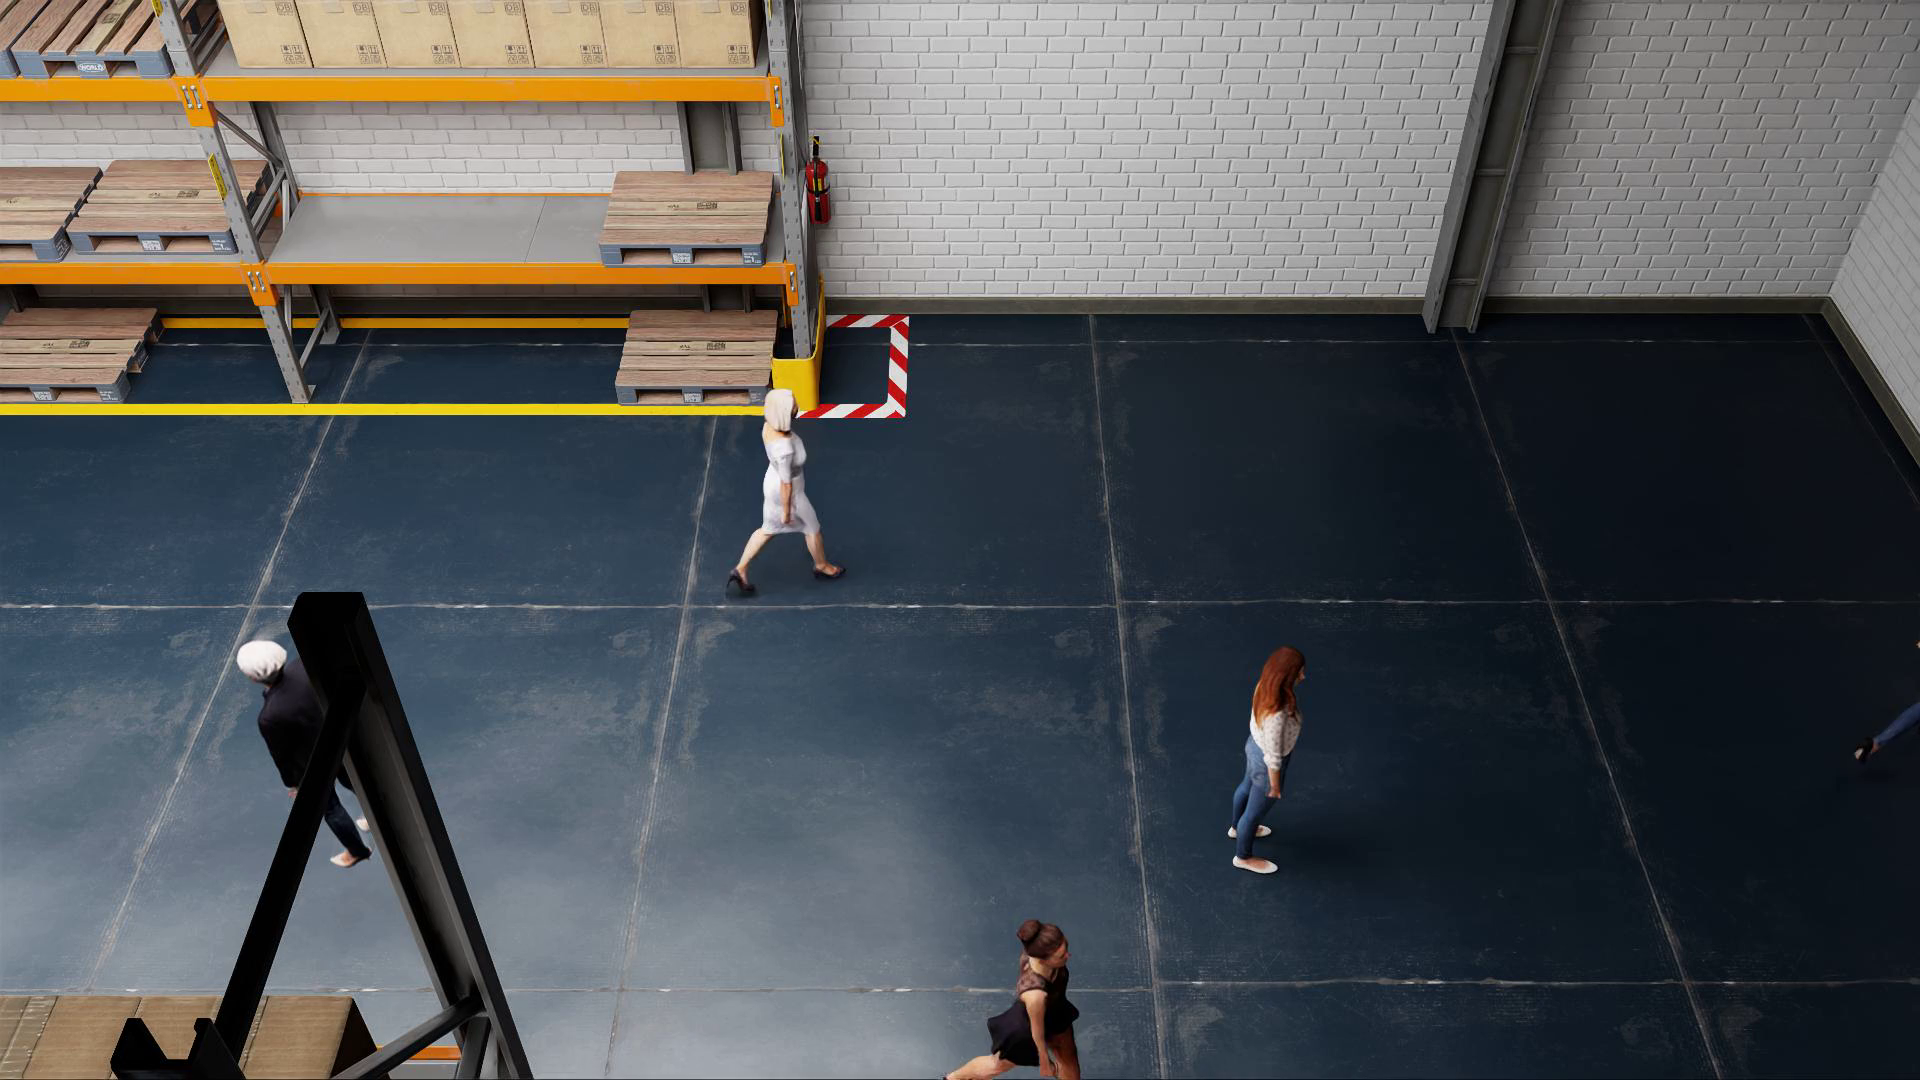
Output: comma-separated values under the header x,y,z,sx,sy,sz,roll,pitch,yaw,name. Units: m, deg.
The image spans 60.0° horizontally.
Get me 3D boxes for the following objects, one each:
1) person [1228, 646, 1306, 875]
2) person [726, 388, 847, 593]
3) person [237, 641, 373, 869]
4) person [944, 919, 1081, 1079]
x,y,z,sx,sy,sz,roll,pitch,yaw,name
1.732,1.231,9.454,0.506,1.727,0.578,2,44,2,person
-1.245,-0.291,11.061,1.146,1.714,0.867,-17,46,-17,person
-3.397,1.093,8.818,0.686,1.777,0.778,11,45,12,person
0.280,2.406,8.291,1.163,1.631,0.731,9,44,9,person
